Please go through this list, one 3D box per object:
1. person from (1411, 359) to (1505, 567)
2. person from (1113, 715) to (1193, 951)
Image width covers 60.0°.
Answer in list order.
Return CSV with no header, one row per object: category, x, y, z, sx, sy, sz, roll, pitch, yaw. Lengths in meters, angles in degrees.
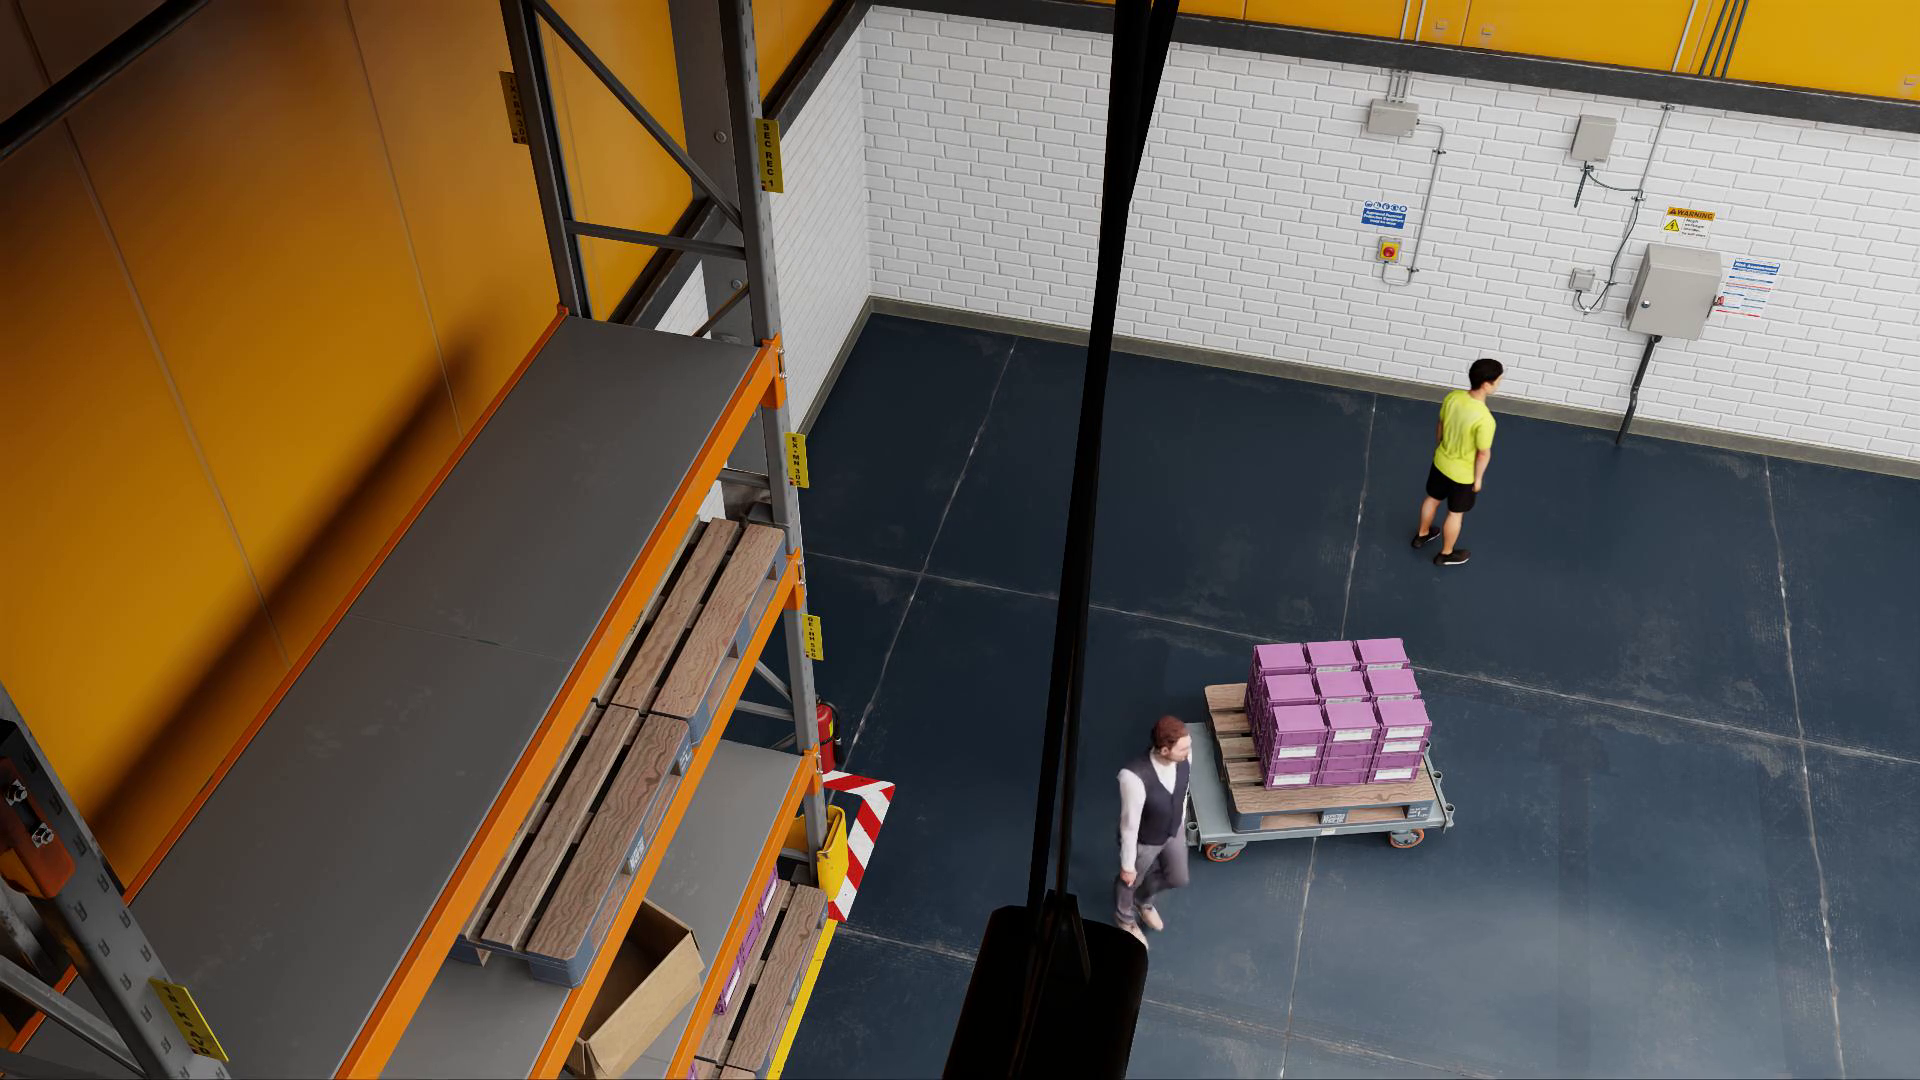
person,3.479,-0.543,11.612,0.750,1.706,0.686,-21,47,-20
person,0.997,1.552,9.253,0.775,1.927,0.855,-26,50,-25
